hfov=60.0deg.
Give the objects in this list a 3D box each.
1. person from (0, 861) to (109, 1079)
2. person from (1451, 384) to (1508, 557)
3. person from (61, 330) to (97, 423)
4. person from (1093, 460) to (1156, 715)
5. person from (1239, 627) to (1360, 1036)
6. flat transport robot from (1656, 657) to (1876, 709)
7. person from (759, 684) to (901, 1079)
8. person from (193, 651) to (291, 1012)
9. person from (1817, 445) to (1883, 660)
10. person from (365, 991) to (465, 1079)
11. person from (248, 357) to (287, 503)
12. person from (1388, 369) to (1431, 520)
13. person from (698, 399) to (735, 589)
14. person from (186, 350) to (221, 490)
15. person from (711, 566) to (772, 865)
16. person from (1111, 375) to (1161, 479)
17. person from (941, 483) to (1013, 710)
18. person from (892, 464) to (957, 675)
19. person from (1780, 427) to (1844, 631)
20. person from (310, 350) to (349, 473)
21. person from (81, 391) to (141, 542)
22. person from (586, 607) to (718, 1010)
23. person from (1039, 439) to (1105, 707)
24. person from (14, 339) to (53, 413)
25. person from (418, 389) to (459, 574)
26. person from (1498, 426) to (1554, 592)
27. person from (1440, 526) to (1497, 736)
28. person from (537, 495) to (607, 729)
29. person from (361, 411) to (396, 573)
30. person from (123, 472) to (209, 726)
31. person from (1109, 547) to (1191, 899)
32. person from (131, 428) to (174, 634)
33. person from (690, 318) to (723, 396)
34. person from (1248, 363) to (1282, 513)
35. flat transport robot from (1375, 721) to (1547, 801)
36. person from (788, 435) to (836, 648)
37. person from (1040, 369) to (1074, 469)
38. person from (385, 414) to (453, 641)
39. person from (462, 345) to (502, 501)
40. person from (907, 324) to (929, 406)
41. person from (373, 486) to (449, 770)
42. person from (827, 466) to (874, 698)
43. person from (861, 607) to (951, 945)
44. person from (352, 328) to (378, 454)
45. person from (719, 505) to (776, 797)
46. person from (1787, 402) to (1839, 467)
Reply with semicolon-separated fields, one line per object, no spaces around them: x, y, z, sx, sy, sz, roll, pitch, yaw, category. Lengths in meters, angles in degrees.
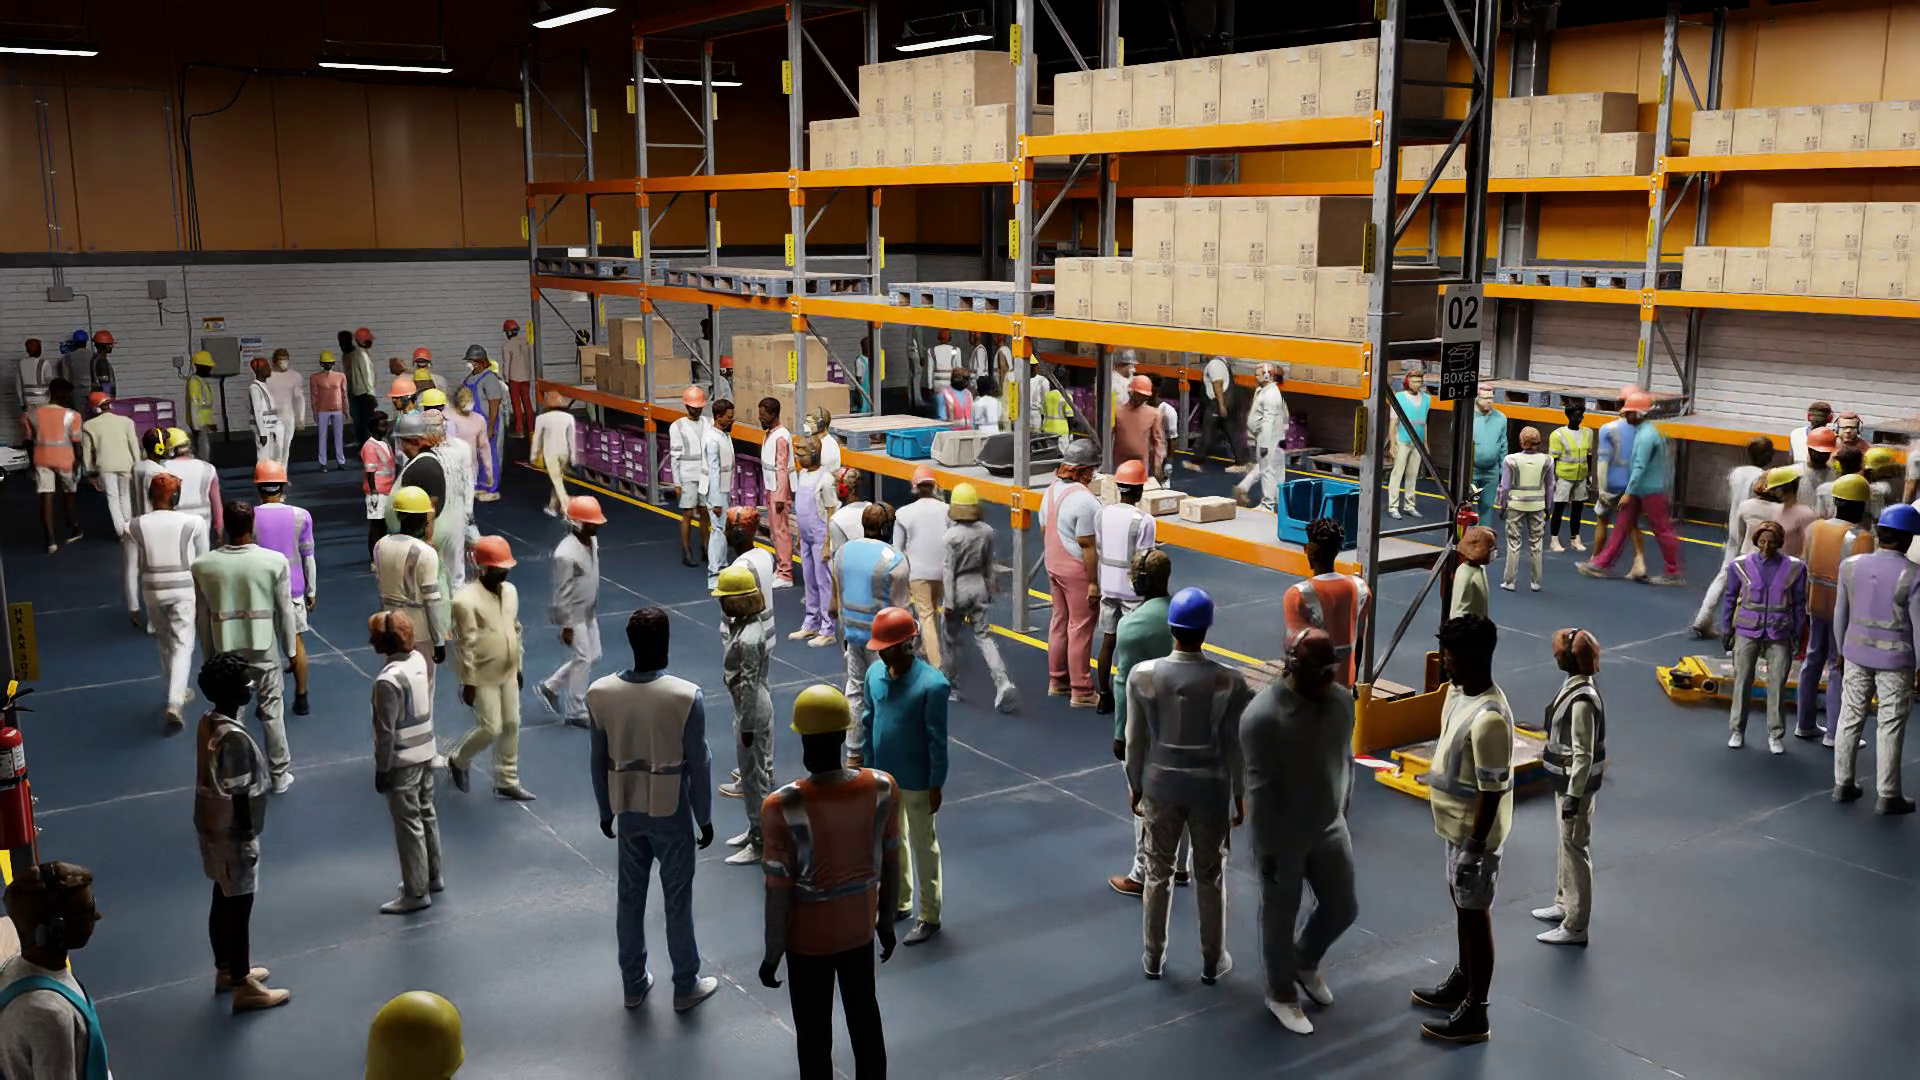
-2.666;1.844;4.954;0.341;1.839;0.501;-7;13;-33;person
5.634;-0.744;18.029;0.645;1.901;0.399;-2;11;-10;person
-13.532;-2.278;25.747;0.610;1.946;0.405;-6;13;-28;person
1.234;0.369;12.258;0.548;1.929;0.388;11;15;43;person
1.558;1.312;7.533;0.650;1.891;0.416;-5;12;-25;person
6.194;1.088;12.827;1.431;0.197;0.652;3;11;13;flat transport robot
-0.514;1.501;6.465;0.595;1.923;0.381;-7;13;-33;person
-3.408;1.354;7.805;0.322;1.696;0.536;-8;14;-36;person
7.298;0.137;13.675;0.589;1.840;0.675;10;15;42;person
-1.251;1.992;3.949;0.593;1.925;0.384;-3;12;-17;person
-8.974;-1.414;21.493;0.355;1.885;0.575;-2;11;-12;person
5.489;-1.176;20.380;0.569;1.840;0.374;-5;12;-24;person
-2.392;-0.455;16.530;0.401;1.909;0.599;0;11;1;person
-10.114;-1.576;22.250;0.421;1.914;0.664;-3;11;-13;person
-1.244;0.997;9.543;0.324;1.737;0.488;-2;11;-8;person
1.874;-0.846;18.393;0.685;1.968;0.425;0;11;1;person
0.091;0.422;12.526;0.492;1.714;0.783;-8;14;-35;person
-0.246;0.248;13.478;0.562;1.712;0.871;-5;12;-24;person
7.269;-0.015;14.224;0.543;1.929;0.387;3;12;16;person
-9.129;-1.866;24.109;0.524;1.769;0.308;-8;14;-37;person
-9.698;-0.845;19.017;0.580;1.706;0.749;-9;14;-38;person
-1.430;1.254;7.745;0.588;1.920;0.392;3;11;13;person
0.926;0.234;12.656;0.537;2.000;0.689;-5;12;-25;person
-13.733;-2.053;24.769;0.575;1.881;0.356;1;11;7;person
-5.395;-0.607;17.250;0.362;1.928;0.587;2;11;9;person
5.581;-0.299;16.411;0.524;1.639;0.306;1;11;4;person
3.466;0.700;11.340;0.294;1.627;0.508;7;13;30;person
-2.787;0.516;12.003;0.561;1.726;0.598;2;11;9;person
-6.028;-0.505;17.310;0.316;1.698;0.541;0;11;0;person
-5.821;0.422;12.231;0.564;1.849;0.998;-3;11;-13;person
1.063;0.992;9.070;0.629;1.931;0.378;-11;15;-44;person
-7.055;-0.065;14.673;0.522;1.856;0.350;7;13;31;person
-4.295;-2.795;28.345;0.607;1.966;0.367;-7;13;-33;person
3.750;-1.233;20.527;0.399;1.902;0.641;2;11;8;person
3.470;1.461;10.918;1.431;0.197;0.652;-7;13;-32;flat transport robot
-1.256;0.007;14.338;0.344;1.839;0.507;-8;14;-36;person
1.279;-1.399;21.904;0.534;1.692;0.322;10;15;41;person
-4.673;-0.088;14.301;0.582;2.000;0.710;-3;11;-13;person
-6.282;-1.528;21.670;0.537;2.000;0.682;-11;15;-43;person
-0.840;-3.588;32.466;0.402;1.943;0.605;-4;12;-22;person
-3.646;0.595;11.127;0.586;1.920;0.397;7;13;34;person
-0.779;0.362;12.506;0.382;1.844;0.569;6;13;29;person
-0.304;1.191;8.544;0.575;1.736;0.355;10;15;41;person
-9.149;-2.266;25.647;0.396;1.981;0.638;-6;13;-29;person
-1.365;0.708;10.639;0.355;1.882;0.575;2;11;10;person
8.704;-0.501;16.946;0.386;1.837;0.563;-9;14;-40;person
